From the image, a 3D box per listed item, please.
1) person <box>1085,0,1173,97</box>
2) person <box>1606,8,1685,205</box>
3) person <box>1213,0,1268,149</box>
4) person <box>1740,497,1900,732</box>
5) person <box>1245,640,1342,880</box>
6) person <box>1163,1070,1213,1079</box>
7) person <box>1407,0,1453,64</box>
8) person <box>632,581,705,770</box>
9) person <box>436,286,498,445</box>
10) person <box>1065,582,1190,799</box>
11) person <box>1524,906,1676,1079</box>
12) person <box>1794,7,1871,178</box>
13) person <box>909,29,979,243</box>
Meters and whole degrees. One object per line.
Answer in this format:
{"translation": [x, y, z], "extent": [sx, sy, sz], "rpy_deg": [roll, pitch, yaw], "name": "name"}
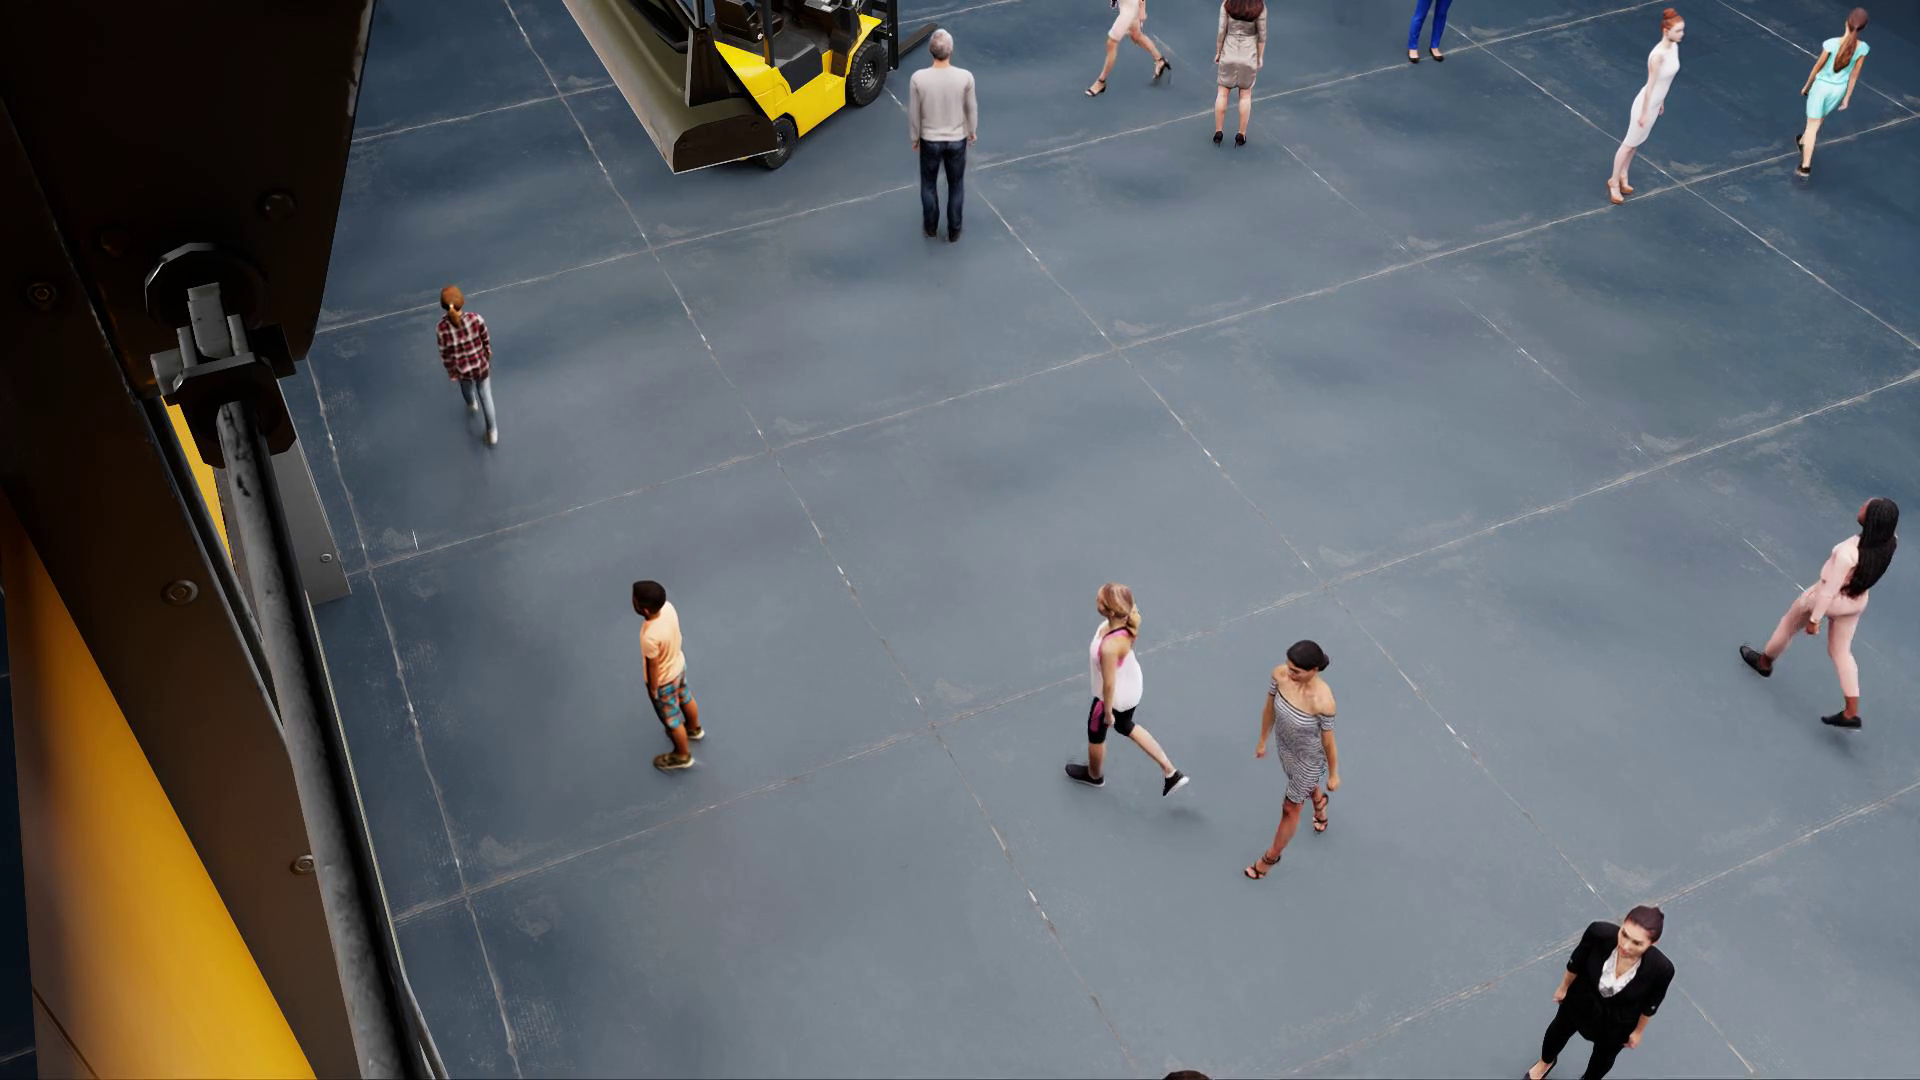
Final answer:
{"translation": [1.717, -5.137, 16.021], "extent": [0.684, 1.781, 1.086], "rpy_deg": [-15, 46, -15], "name": "person"}
{"translation": [6.031, -3.805, 14.615], "extent": [0.605, 1.792, 0.628], "rpy_deg": [31, 52, 29], "name": "person"}
{"translation": [2.564, -4.428, 15.302], "extent": [0.668, 1.746, 0.706], "rpy_deg": [10, 45, 11], "name": "person"}
{"translation": [5.445, 0.454, 10.220], "extent": [0.628, 1.687, 1.143], "rpy_deg": [-17, 46, -17], "name": "person"}
{"translation": [1.982, 1.162, 9.412], "extent": [0.884, 1.777, 0.972], "rpy_deg": [-34, 53, -31], "name": "person"}
{"translation": [0.983, 2.913, 7.691], "extent": [0.581, 1.616, 0.567], "rpy_deg": [-18, 47, -18], "name": "person"}
{"translation": [4.767, -5.603, 16.569], "extent": [0.666, 1.700, 0.619], "rpy_deg": [-8, 44, -8], "name": "person"}
{"translation": [-1.767, 0.788, 10.037], "extent": [0.658, 1.456, 0.570], "rpy_deg": [7, 44, 8], "name": "person"}
{"translation": [-3.620, -1.274, 12.336], "extent": [0.555, 1.271, 0.891], "rpy_deg": [-15, 46, -15], "name": "person"}
{"translation": [0.998, 0.915, 9.678], "extent": [1.100, 1.767, 0.972], "rpy_deg": [20, 47, 19], "name": "person"}
{"translation": [3.200, 2.326, 8.275], "extent": [0.636, 1.661, 0.750], "rpy_deg": [28, 50, 26], "name": "person"}
{"translation": [7.844, -4.012, 15.028], "extent": [0.979, 1.521, 1.127], "rpy_deg": [9, 44, 9], "name": "person"}
{"translation": [-0.139, -3.383, 14.086], "extent": [0.852, 1.910, 0.850], "rpy_deg": [-1, 44, -1], "name": "person"}
